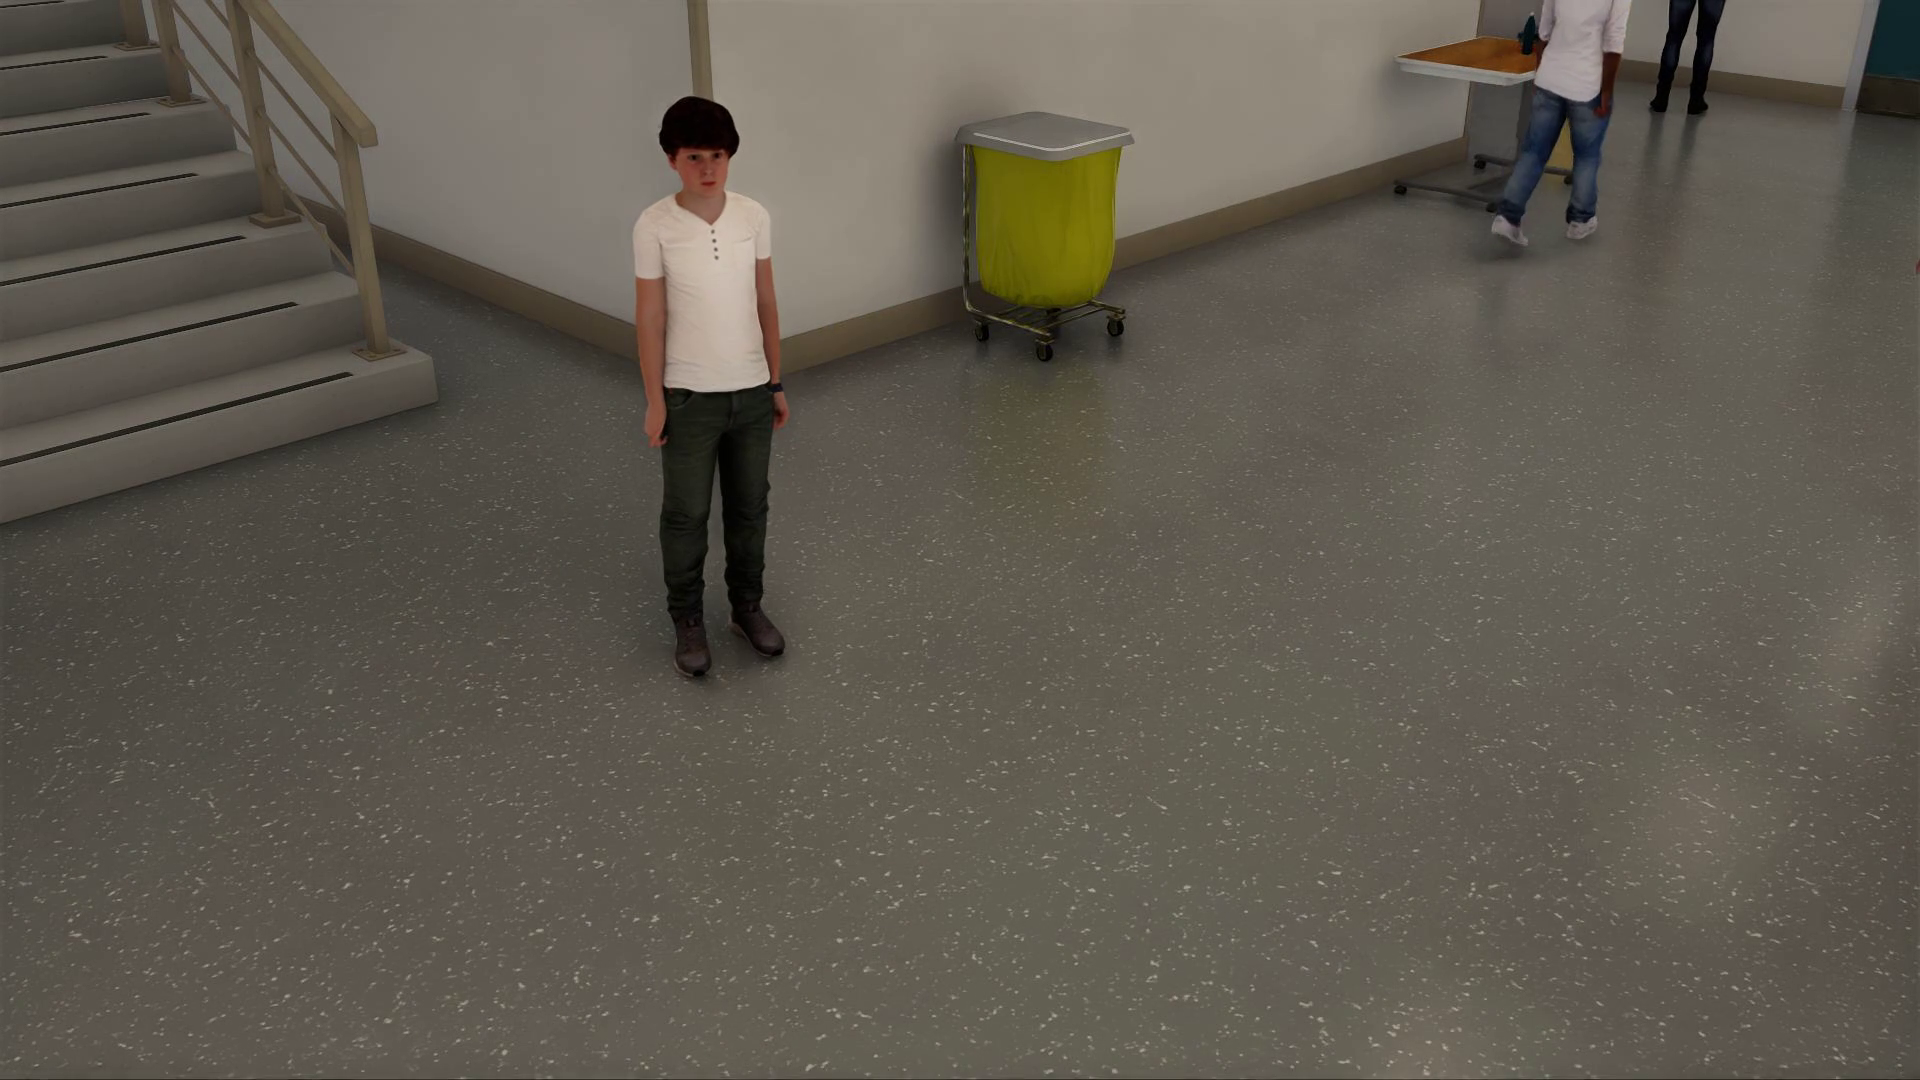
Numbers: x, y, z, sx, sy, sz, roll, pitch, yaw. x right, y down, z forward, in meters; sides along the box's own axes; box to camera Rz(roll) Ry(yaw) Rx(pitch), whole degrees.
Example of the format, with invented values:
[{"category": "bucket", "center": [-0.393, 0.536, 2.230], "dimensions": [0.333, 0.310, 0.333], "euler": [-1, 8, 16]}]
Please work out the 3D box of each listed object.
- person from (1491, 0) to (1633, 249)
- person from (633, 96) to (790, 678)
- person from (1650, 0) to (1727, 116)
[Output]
[{"category": "person", "center": [3.123, -2.360, 8.601], "dimensions": [1.097, 1.764, 0.737], "euler": [22, 33, 38]}, {"category": "person", "center": [-0.696, -0.421, 4.708], "dimensions": [0.644, 1.653, 0.626], "euler": [-13, 28, -24]}, {"category": "person", "center": [5.339, -4.053, 11.962], "dimensions": [0.625, 1.895, 0.795], "euler": [10, 28, 21]}]
